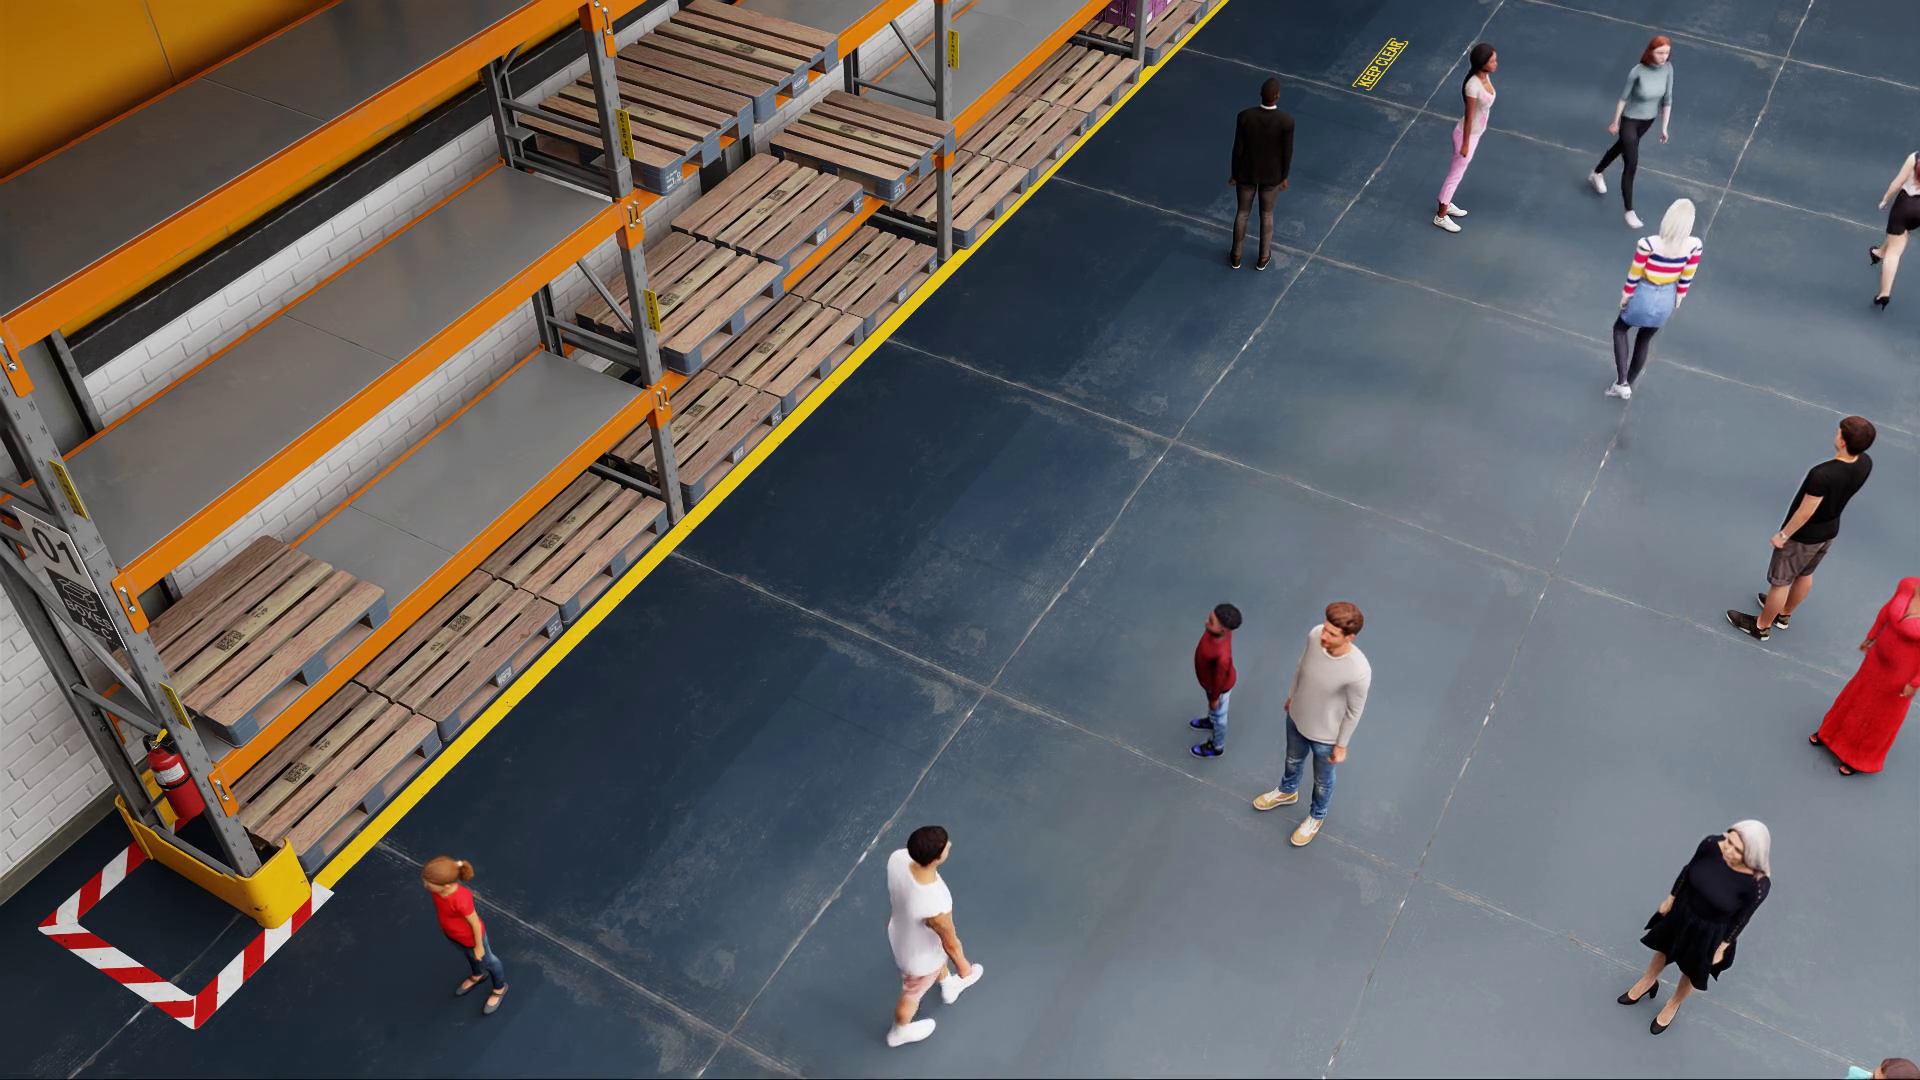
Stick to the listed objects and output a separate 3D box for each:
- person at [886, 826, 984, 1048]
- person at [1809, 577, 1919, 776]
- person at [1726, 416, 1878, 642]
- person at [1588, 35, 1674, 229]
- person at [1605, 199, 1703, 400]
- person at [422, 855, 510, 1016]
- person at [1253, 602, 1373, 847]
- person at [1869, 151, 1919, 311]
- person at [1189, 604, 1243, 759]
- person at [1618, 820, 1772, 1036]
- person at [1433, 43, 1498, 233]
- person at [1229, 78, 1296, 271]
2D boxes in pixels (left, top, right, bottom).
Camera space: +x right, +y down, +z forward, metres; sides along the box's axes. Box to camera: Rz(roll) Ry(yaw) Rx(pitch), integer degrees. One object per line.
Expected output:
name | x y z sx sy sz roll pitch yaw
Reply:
person | -0.292 2.142 8.784 1.045 1.760 0.927 -20 47 -20
person | 5.754 0.765 10.212 0.797 1.783 0.742 -11 45 -12
person | 5.646 -0.073 11.035 0.712 1.862 0.823 -20 47 -20
person | 6.073 -3.774 15.048 1.115 1.684 1.195 -9 44 -9
person | 5.377 -1.800 12.892 0.797 1.801 0.853 4 44 4
person | -2.713 2.129 9.123 0.499 1.310 0.501 28 50 26
person | 2.125 1.054 9.821 0.741 1.905 0.751 -25 49 -24
person | 7.982 -2.684 13.968 0.822 1.596 1.173 8 44 8
person | 1.632 0.864 10.493 0.631 1.252 0.537 3 44 3
person | 3.944 2.057 8.883 0.711 1.747 0.691 -23 48 -22
person | 4.523 -3.608 14.833 0.659 1.742 0.472 17 46 17
person | 2.577 -3.138 14.297 0.721 1.800 0.676 8 44 8
